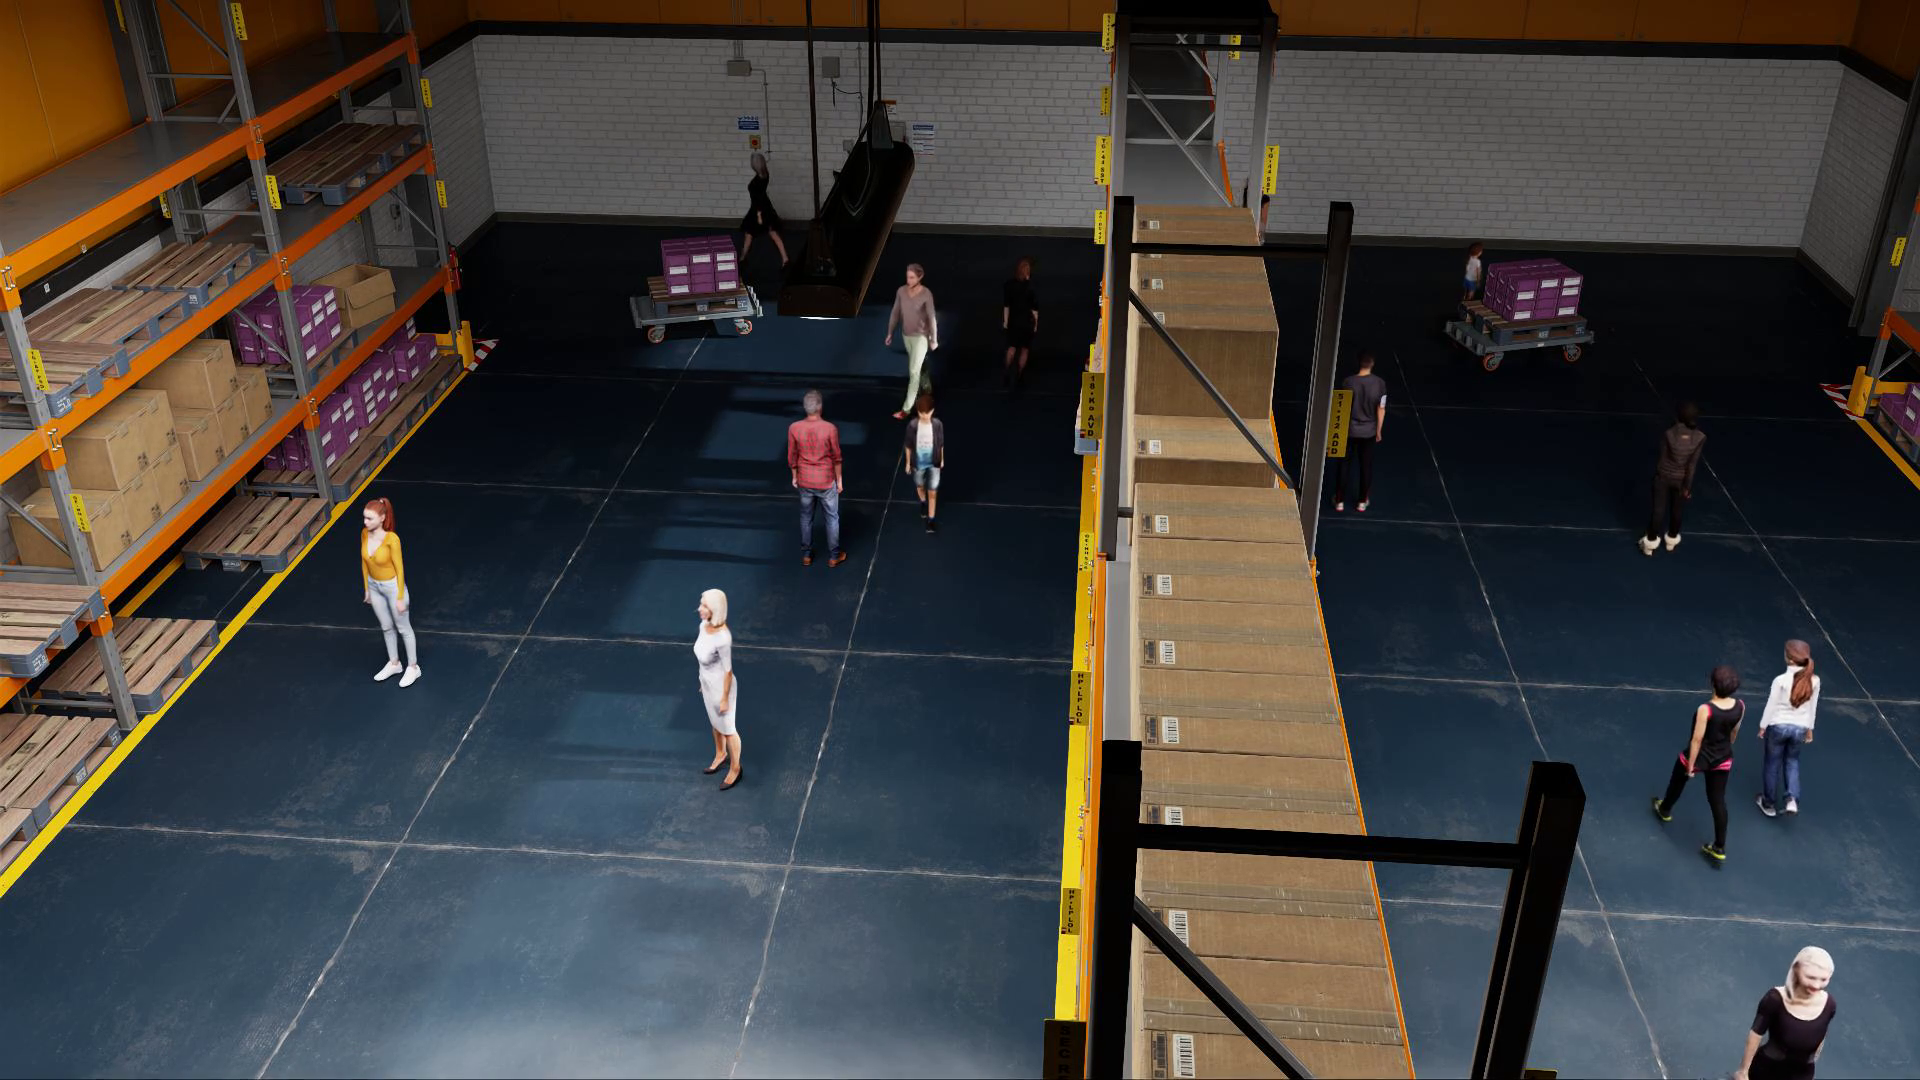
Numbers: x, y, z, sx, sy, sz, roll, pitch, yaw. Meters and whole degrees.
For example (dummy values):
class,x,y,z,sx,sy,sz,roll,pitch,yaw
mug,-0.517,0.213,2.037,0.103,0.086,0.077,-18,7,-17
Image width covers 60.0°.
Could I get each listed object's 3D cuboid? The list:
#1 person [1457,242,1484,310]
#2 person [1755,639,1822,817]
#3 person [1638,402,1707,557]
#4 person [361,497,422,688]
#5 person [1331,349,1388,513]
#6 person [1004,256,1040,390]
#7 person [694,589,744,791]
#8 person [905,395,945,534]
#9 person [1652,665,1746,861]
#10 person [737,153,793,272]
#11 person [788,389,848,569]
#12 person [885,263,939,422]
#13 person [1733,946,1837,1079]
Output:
class,x,y,z,sx,sy,sz,roll,pitch,yaw
person,6.815,-3.499,22.287,0.533,1.015,0.446,-8,30,-14
person,6.288,1.484,12.603,0.548,1.541,0.675,3,29,5
person,7.000,-0.655,16.408,0.670,1.652,0.839,7,29,12
person,-4.919,0.435,14.308,0.649,1.751,0.662,12,31,20
person,4.101,-1.123,17.151,0.646,1.762,0.526,4,29,7
person,0.704,-2.522,19.797,0.719,1.685,0.888,10,30,17
person,-1.888,1.145,13.006,0.698,1.752,0.626,-19,34,-31
person,-0.350,-0.821,16.965,0.587,1.411,0.958,0,29,0
person,5.582,1.658,12.313,0.713,1.514,1.087,-4,29,-6
person,-2.736,-4.595,23.593,0.852,1.688,1.174,9,30,16
person,-1.385,-0.595,16.111,0.701,1.831,0.567,5,29,9
person,-0.463,-2.353,19.344,1.123,1.822,1.340,20,34,32
person,4.648,3.005,9.531,0.616,1.814,1.000,0,29,1
